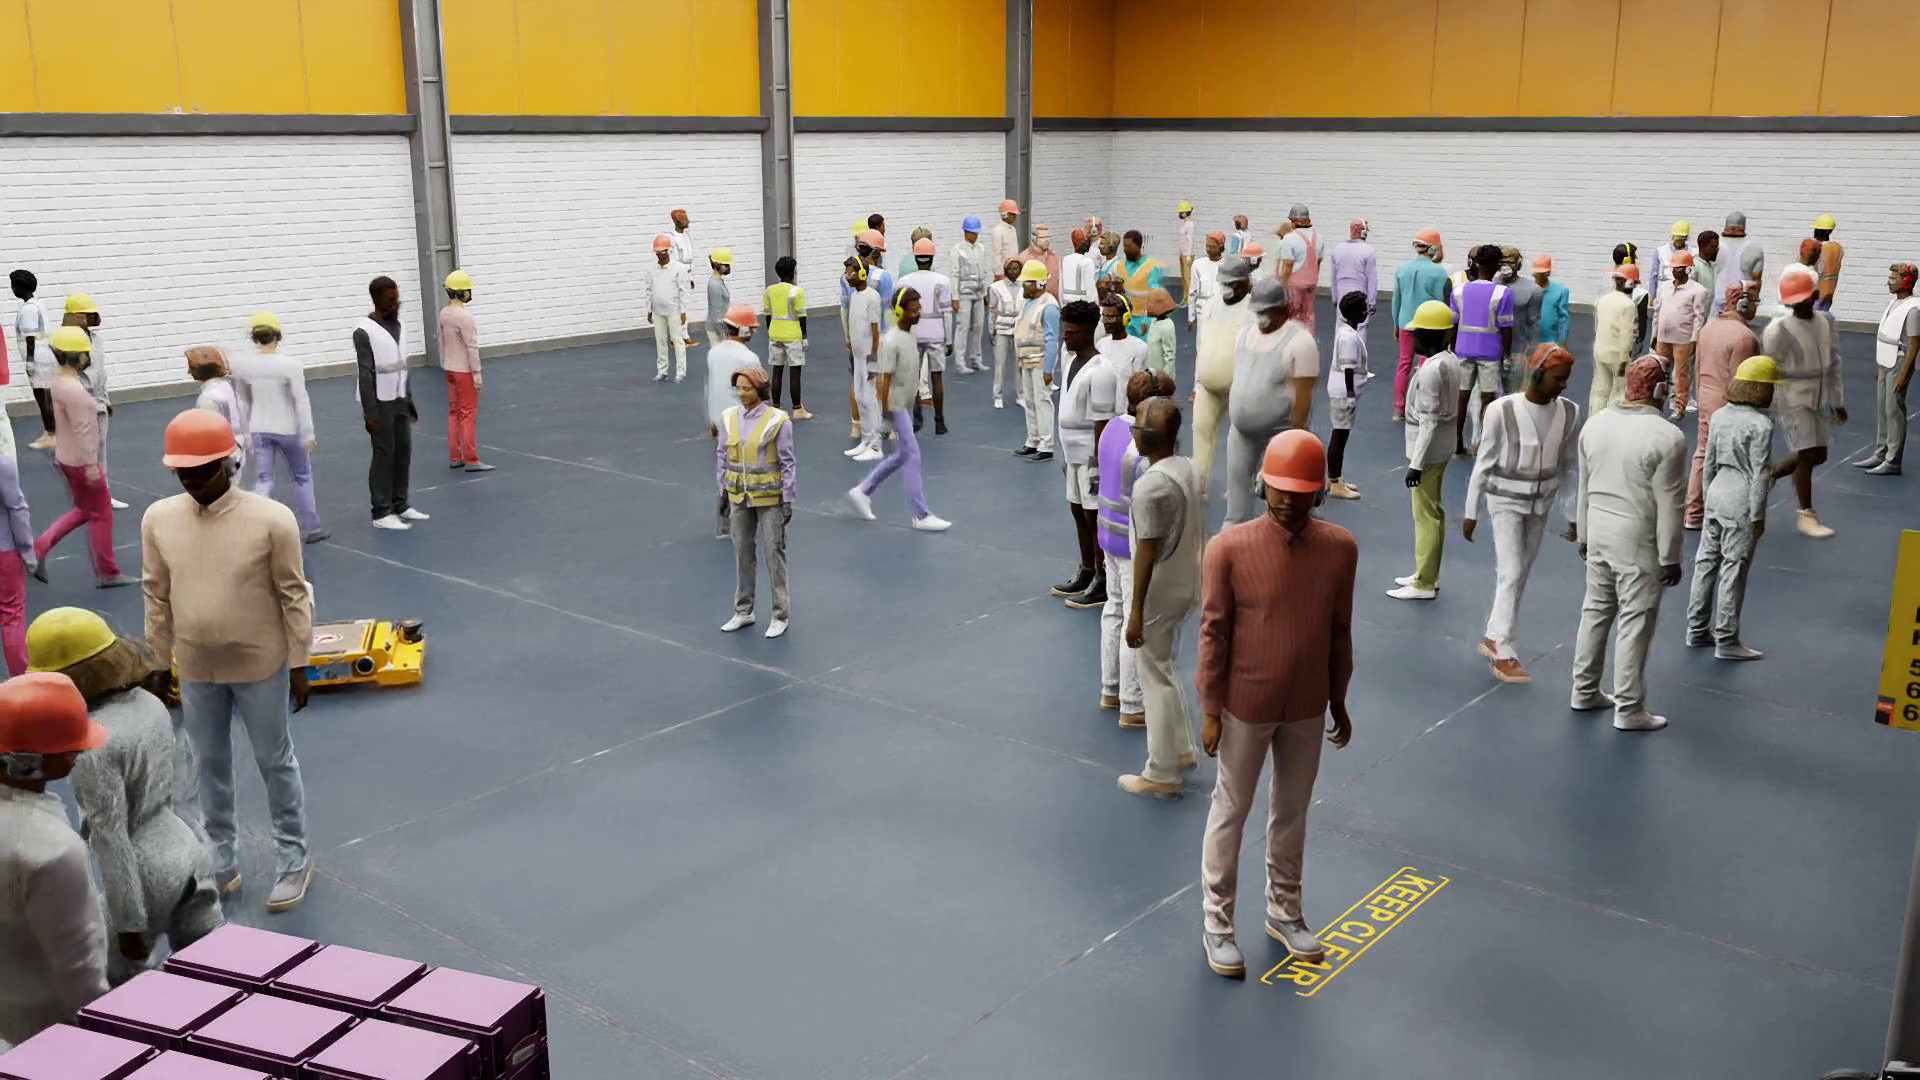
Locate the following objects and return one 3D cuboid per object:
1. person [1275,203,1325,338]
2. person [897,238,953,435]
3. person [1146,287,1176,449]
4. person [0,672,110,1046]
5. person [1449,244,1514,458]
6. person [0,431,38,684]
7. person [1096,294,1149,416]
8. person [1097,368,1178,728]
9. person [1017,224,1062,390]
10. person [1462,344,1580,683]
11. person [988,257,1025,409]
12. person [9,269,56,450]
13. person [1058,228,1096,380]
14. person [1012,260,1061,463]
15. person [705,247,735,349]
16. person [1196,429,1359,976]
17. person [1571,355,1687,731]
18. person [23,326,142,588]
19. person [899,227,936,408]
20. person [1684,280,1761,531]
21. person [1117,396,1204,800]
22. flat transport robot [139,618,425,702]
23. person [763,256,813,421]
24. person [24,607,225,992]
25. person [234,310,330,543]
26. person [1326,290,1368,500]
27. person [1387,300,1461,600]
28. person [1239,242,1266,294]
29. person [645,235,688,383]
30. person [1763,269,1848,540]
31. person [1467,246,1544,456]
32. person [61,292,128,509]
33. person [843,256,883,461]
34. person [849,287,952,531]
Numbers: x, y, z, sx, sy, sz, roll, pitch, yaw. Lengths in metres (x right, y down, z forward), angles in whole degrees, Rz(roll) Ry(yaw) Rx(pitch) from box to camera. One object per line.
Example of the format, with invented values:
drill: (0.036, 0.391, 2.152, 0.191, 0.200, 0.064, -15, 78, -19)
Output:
person: (4.279, -3.275, 21.262, 0.685, 2.000, 0.535, -10, 17, -34)
person: (-0.343, -2.005, 16.423, 0.550, 1.928, 0.388, 3, 14, 12)
person: (1.740, -1.390, 14.556, 0.282, 1.631, 0.503, -2, 14, -8)
person: (-2.337, 1.148, 4.235, 0.591, 1.717, 0.415, 10, 17, 34)
person: (4.725, -1.697, 15.105, 0.610, 1.965, 0.364, 11, 18, 38)
person: (-5.097, 0.060, 8.749, 0.500, 1.634, 0.280, 2, 14, 8)
person: (1.125, -0.819, 11.827, 0.328, 1.862, 0.502, -12, 18, -39)
person: (0.920, 0.041, 8.445, 0.431, 1.836, 0.619, -5, 15, -18)
person: (0.922, -2.634, 18.973, 0.654, 1.906, 0.407, -12, 18, -40)
person: (3.123, -0.148, 9.146, 0.659, 1.848, 0.780, -4, 14, -14)
person: (0.550, -2.225, 17.896, 0.517, 1.632, 0.314, -3, 14, -10)
person: (-8.717, -1.708, 15.720, 0.320, 1.686, 0.539, -5, 15, -18)
person: (1.329, -2.533, 18.616, 0.356, 1.883, 0.573, -9, 17, -32)
person: (0.687, -1.619, 15.087, 0.403, 1.826, 0.602, -5, 15, -21)
person: (-2.523, -2.209, 17.589, 0.342, 1.755, 0.534, -1, 14, -6)
person: (1.140, 0.578, 5.962, 0.612, 1.991, 0.392, -4, 15, -17)
person: (3.406, 0.009, 8.433, 0.398, 1.898, 0.648, -6, 15, -21)
person: (-5.782, -0.510, 10.815, 0.625, 1.754, 0.534, -11, 18, -38)
person: (-0.431, -2.408, 18.000, 0.357, 1.938, 0.637, -8, 16, -29)
person: (5.667, -0.956, 12.265, 0.403, 1.906, 0.651, -1, 14, -3)
person: (0.905, 0.266, 7.550, 0.423, 1.827, 0.554, 9, 17, 33)
flat transport robot: (-3.719, 0.650, 9.166, 1.431, 0.197, 0.652, -4, 14, -14)
person: (-1.782, -2.077, 17.170, 0.532, 1.698, 0.319, 8, 16, 30)
person: (-2.440, 1.010, 4.852, 0.873, 1.675, 0.497, 0, 14, 1)
person: (-4.894, -0.767, 11.873, 0.589, 1.730, 0.743, 1, 14, 4)
person: (3.172, -1.192, 13.634, 0.322, 1.697, 0.530, 2, 14, 10)
person: (2.996, -0.571, 10.681, 0.359, 1.930, 0.587, 7, 15, 24)
person: (3.203, -2.406, 18.368, 0.335, 1.749, 0.575, 0, 14, 0)
person: (-3.485, -2.739, 19.717, 0.566, 1.744, 0.349, 5, 15, 20)
person: (6.254, -1.023, 12.375, 0.651, 1.986, 0.753, -6, 15, -23)
person: (4.963, -1.713, 15.226, 0.635, 1.937, 0.354, 6, 15, 22)
person: (-6.797, -1.060, 13.011, 0.309, 1.744, 0.485, 1, 14, 5)
person: (-0.894, -1.657, 15.184, 0.349, 1.856, 0.528, -8, 16, -28)
person: (-0.457, -0.997, 12.561, 0.808, 1.842, 0.570, 4, 15, 15)
